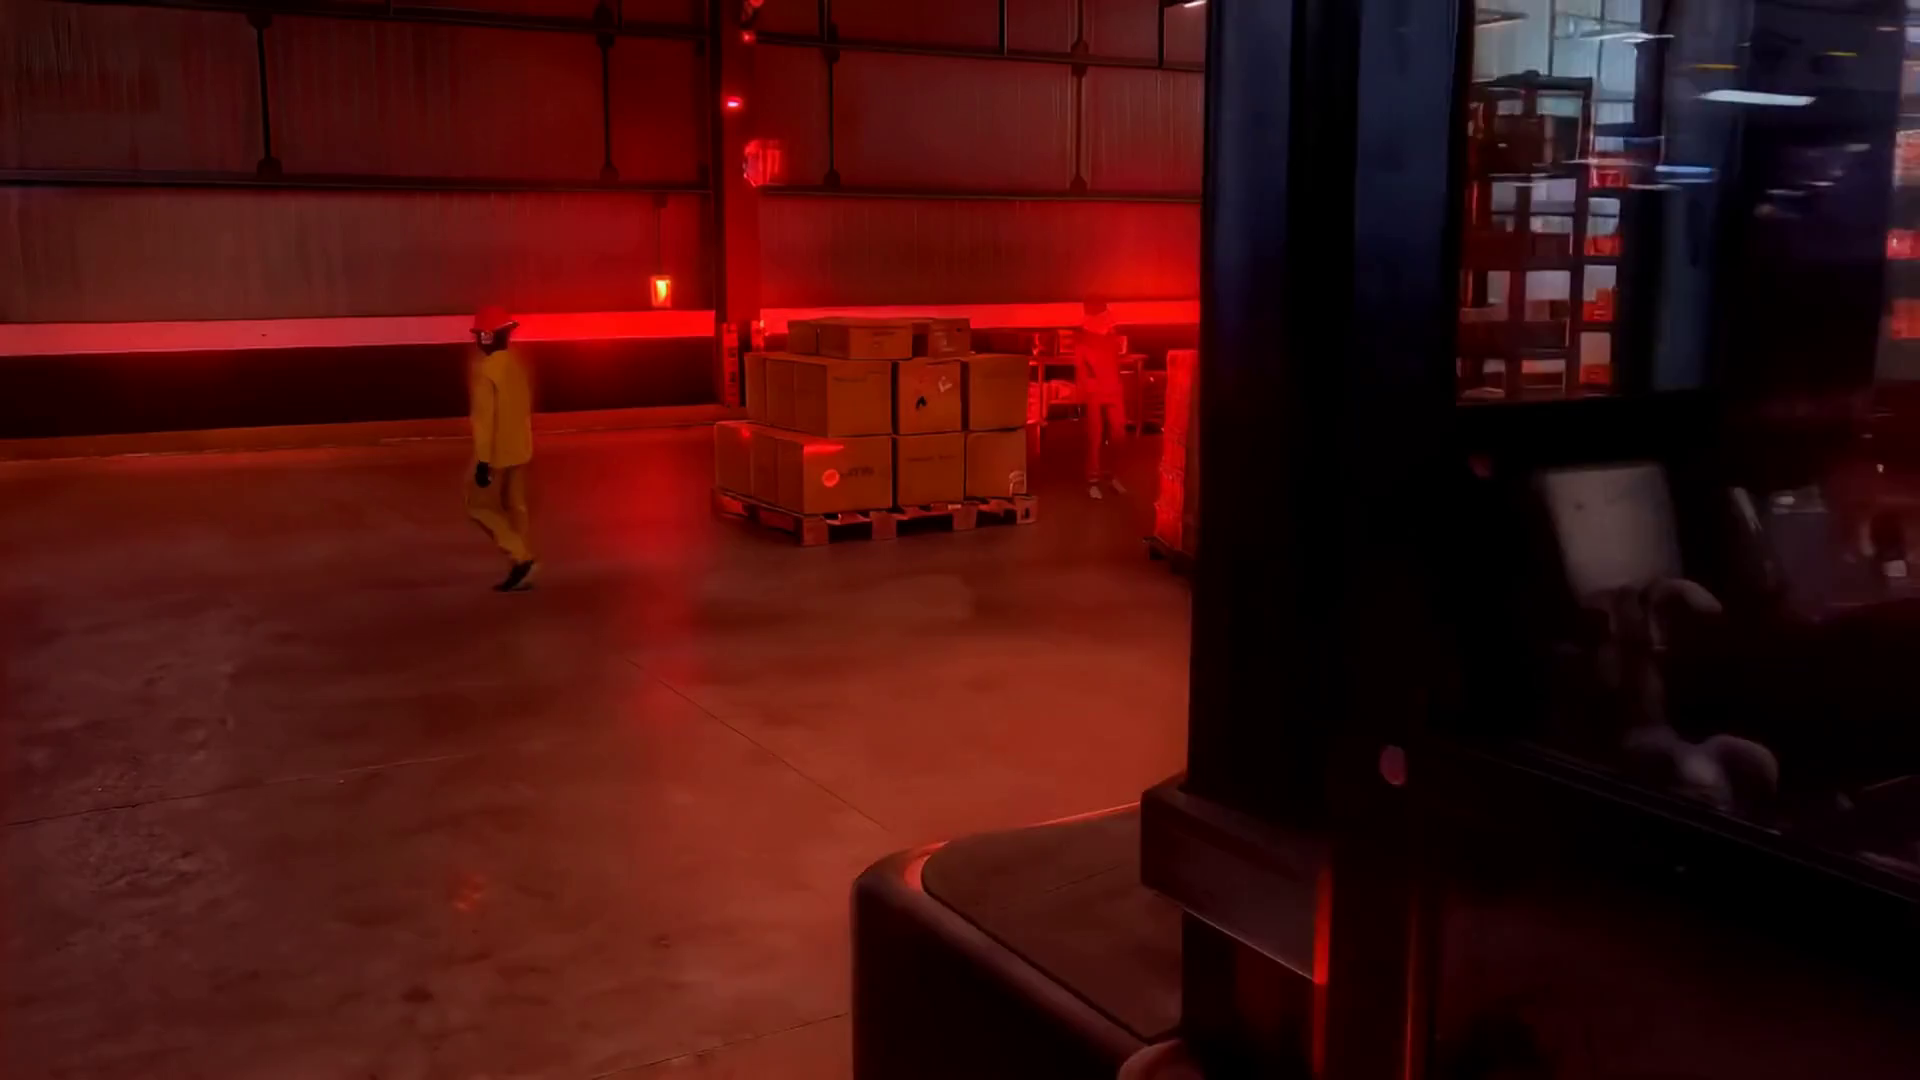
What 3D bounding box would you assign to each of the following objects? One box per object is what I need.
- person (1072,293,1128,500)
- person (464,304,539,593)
[{"bbox_3d":[1.142,-1.170,13.626,0.556,1.702,0.435,-5,11,-28],"label":"person"},{"bbox_3d":[-2.733,-0.527,9.877,0.374,1.735,0.583,3,10,14],"label":"person"}]
